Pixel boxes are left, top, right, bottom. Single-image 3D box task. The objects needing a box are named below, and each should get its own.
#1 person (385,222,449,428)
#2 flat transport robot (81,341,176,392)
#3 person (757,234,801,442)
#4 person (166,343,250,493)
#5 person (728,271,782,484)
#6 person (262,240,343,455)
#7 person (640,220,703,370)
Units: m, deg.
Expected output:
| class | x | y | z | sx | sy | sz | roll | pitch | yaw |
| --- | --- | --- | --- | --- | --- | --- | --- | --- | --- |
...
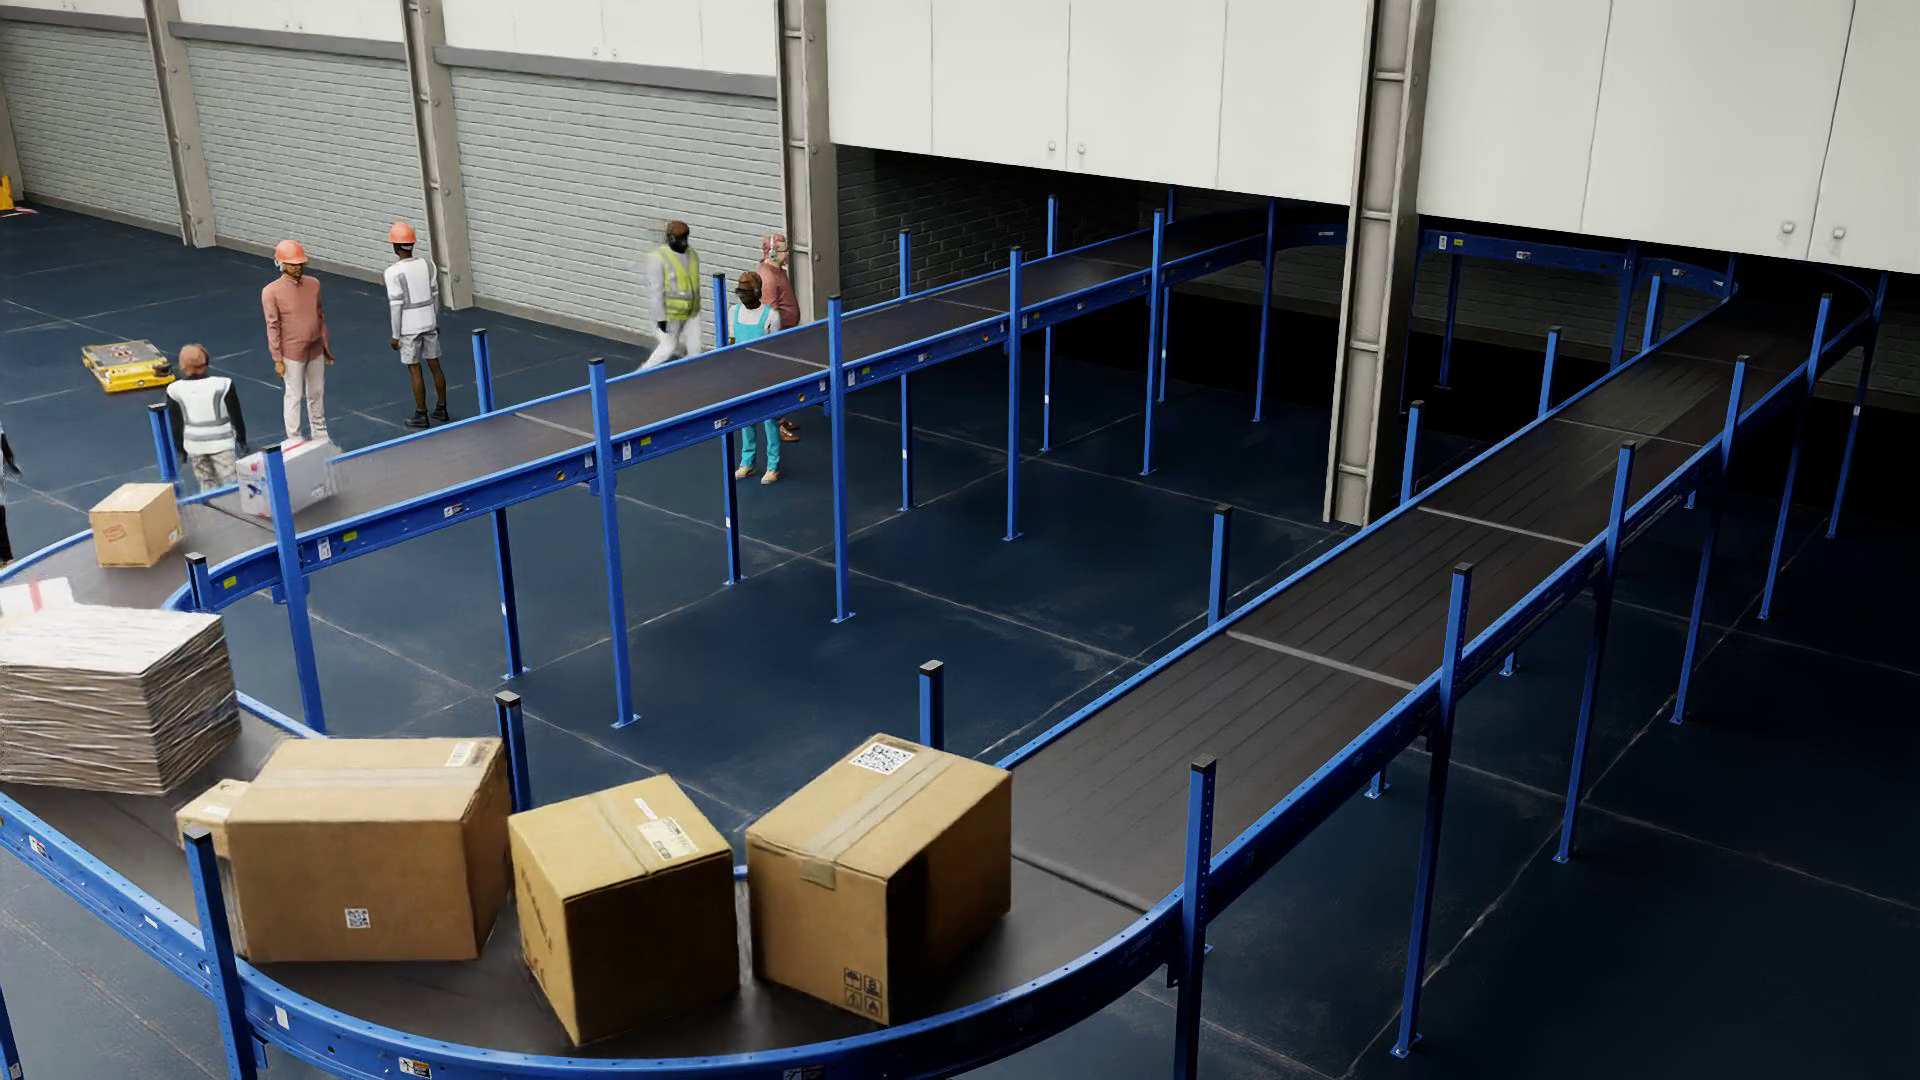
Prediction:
| class | x | y | z | sx | sy | sz | roll | pitch | yaw |
| --- | --- | --- | --- | --- | --- | --- | --- | --- | --- |
| person | -5.144 | -2.021 | 15.679 | 0.366 | 1.939 | 0.542 | 15 | 26 | 33 |
| flat transport robot | -8.771 | -1.856 | 17.503 | 0.652 | 0.197 | 1.431 | -15 | 26 | -33 |
| person | -1.667 | -1.867 | 15.331 | 0.409 | 1.907 | 0.651 | -2 | 22 | -4 |
| person | -5.752 | -0.692 | 12.729 | 0.526 | 1.616 | 0.586 | -3 | 22 | -8 |
| person | -1.747 | -1.386 | 14.192 | 0.514 | 1.844 | 0.328 | 9 | 23 | 22 |
| person | -5.806 | -1.666 | 14.702 | 0.396 | 1.992 | 0.619 | 11 | 24 | 26 |
| person | -2.851 | -2.285 | 16.532 | 0.786 | 1.819 | 0.630 | 17 | 27 | 37 |
